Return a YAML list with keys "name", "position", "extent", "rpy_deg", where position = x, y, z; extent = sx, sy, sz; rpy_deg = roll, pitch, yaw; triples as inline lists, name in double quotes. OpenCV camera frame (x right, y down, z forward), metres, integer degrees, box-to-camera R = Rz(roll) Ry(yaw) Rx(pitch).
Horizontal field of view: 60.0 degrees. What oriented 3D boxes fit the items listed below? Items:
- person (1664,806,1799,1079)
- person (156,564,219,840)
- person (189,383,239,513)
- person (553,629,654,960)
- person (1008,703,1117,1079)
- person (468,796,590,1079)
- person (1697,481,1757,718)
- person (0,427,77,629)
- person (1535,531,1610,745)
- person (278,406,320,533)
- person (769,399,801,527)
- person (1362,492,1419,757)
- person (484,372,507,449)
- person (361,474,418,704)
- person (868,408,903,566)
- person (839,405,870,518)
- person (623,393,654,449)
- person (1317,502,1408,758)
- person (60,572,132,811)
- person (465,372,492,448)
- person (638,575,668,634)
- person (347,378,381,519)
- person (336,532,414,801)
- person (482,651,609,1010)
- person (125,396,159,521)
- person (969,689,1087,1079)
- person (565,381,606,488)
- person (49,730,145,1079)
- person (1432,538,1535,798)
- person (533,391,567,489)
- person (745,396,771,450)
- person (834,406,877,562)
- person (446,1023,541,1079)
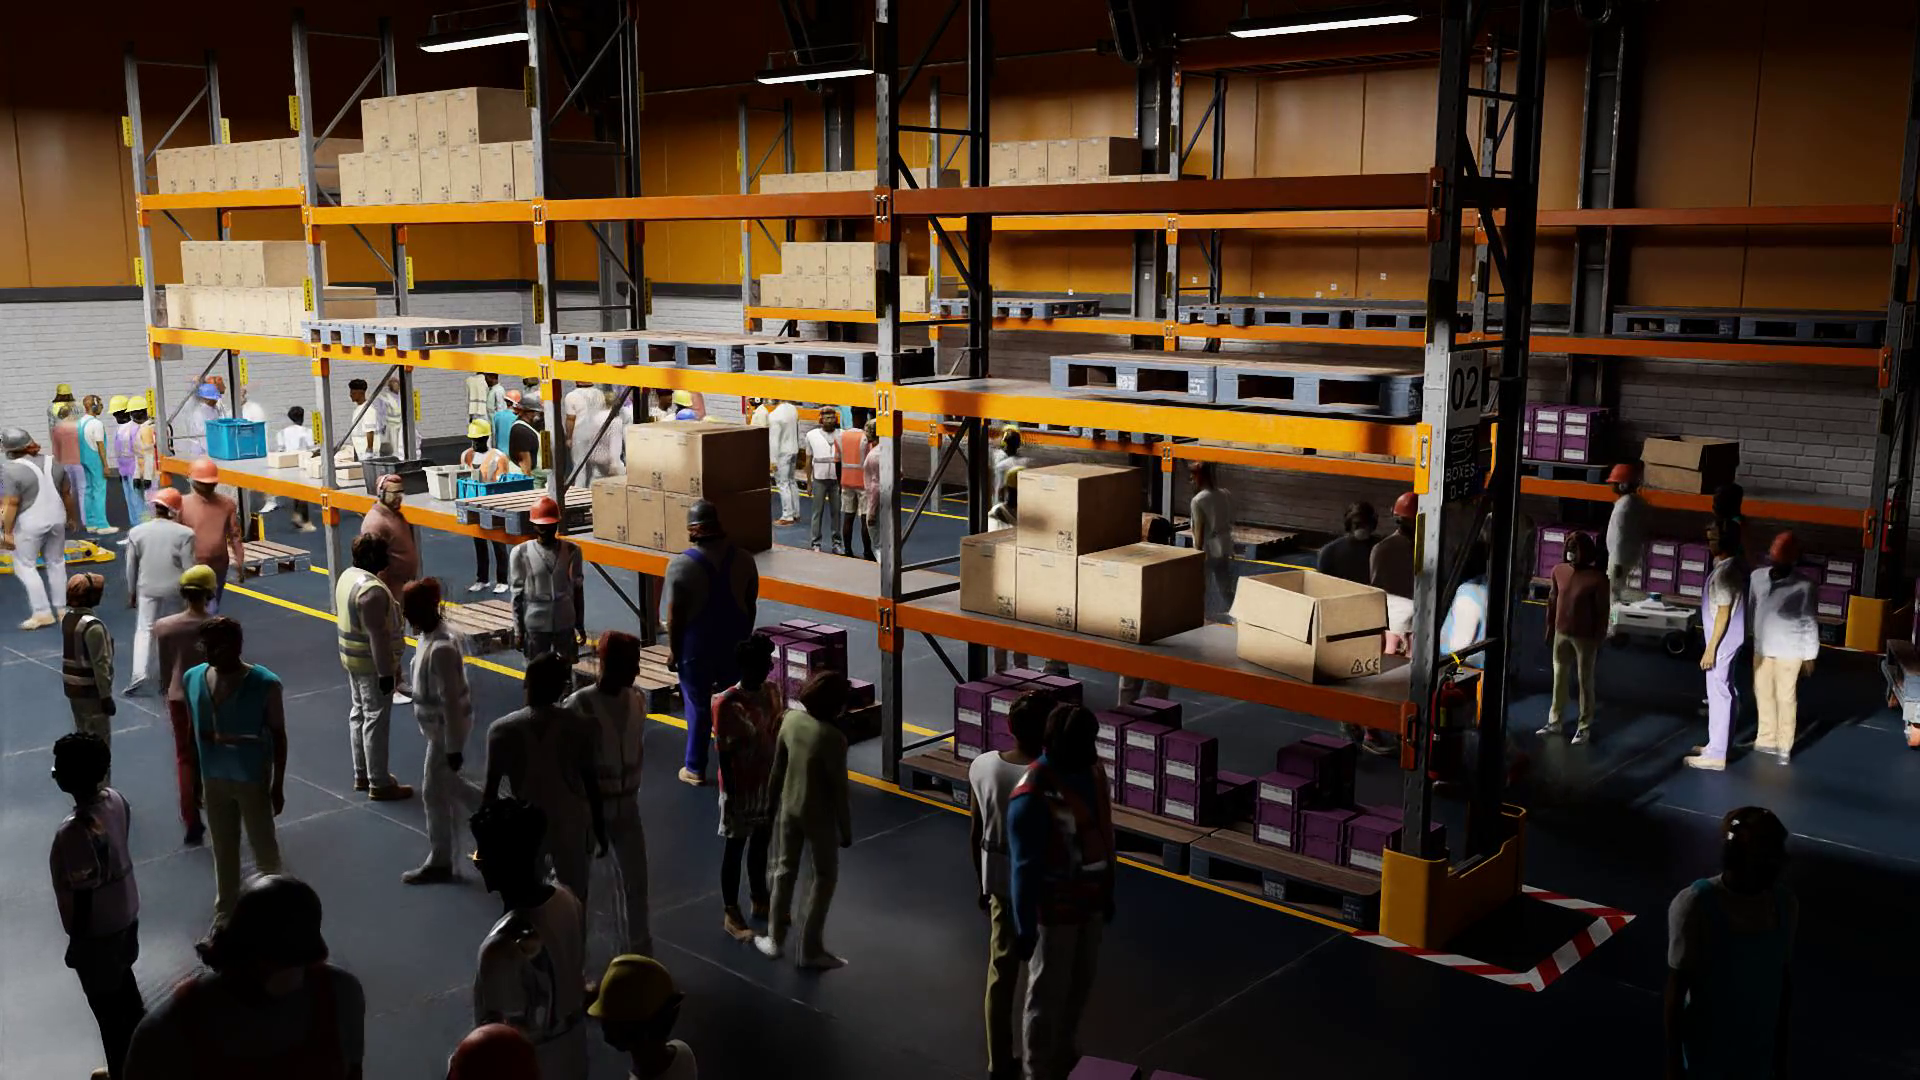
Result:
- name: "person"
  position: [2.746, 1.827, 5.964]
  extent: [0.503, 1.837, 0.337]
  rpy_deg: [-2, 10, -13]
- name: "person"
  position: [-4.921, 1.016, 10.829]
  extent: [0.536, 1.725, 0.856]
  rpy_deg: [-2, 10, -11]
- name: "person"
  position: [-10.533, -1.272, 23.357]
  extent: [0.869, 1.888, 0.636]
  rpy_deg: [1, 10, 8]
- name: "person"
  position: [-1.871, 1.356, 8.601]
  extent: [0.966, 1.838, 0.594]
  rpy_deg: [9, 13, 41]
- name: "person"
  position: [0.460, 1.597, 7.274]
  extent: [0.430, 1.831, 0.632]
  rpy_deg: [6, 12, 32]
- name: "person"
  position: [-1.456, 1.819, 5.658]
  extent: [0.376, 1.958, 0.599]
  rpy_deg: [1, 10, 7]
- name: "person"
  position: [6.227, 0.475, 13.410]
  extent: [0.394, 1.905, 0.620]
  rpy_deg: [5, 11, 28]
- name: "person"
  position: [-9.212, -0.167, 16.634]
  extent: [0.537, 2.000, 0.861]
  rpy_deg: [4, 11, 22]
- name: "person"
  position: [4.683, 0.738, 12.665]
  extent: [0.286, 1.633, 0.501]
  rpy_deg: [-7, 12, -36]
- name: "person"
  position: [-8.721, -0.934, 22.019]
  extent: [0.632, 1.663, 0.442]
  rpy_deg: [3, 11, 18]
- name: "person"
  position: [-2.376, -1.141, 22.469]
  extent: [0.378, 1.928, 0.628]
  rpy_deg: [4, 11, 21]
- name: "person"
  position: [3.291, 0.621, 12.354]
  extent: [0.613, 1.984, 0.409]
  rpy_deg: [-5, 11, -28]
- name: "person"
  position: [-7.238, -1.767, 26.046]
  extent: [0.391, 1.913, 0.587]
  rpy_deg: [-4, 11, -23]
- name: "person"
  position: [-4.708, 0.397, 13.836]
  extent: [0.399, 1.905, 0.642]
  rpy_deg: [0, 10, -3]
- name: "person"
  position: [-0.888, -0.616, 19.426]
  extent: [0.385, 1.957, 0.603]
  rpy_deg: [4, 11, 21]
- name: "person"
  position: [-1.414, -1.331, 23.206]
  extent: [0.608, 2.046, 0.367]
  rpy_deg: [10, 14, 44]
- name: "person"
  position: [-4.967, -1.533, 25.641]
  extent: [0.516, 1.614, 0.714]
  rpy_deg: [-4, 11, -21]
- name: "person"
  position: [2.988, 0.659, 12.392]
  extent: [0.648, 1.883, 1.014]
  rpy_deg: [0, 10, 2]
- name: "person"
  position: [-5.787, 1.025, 11.067]
  extent: [0.314, 1.632, 0.523]
  rpy_deg: [-10, 14, -44]
- name: "person"
  position: [-8.016, -2.097, 27.895]
  extent: [0.596, 1.918, 0.385]
  rpy_deg: [4, 11, 23]
- name: "person"
  position: [-2.998, -0.025, 16.225]
  extent: [0.410, 1.908, 0.598]
  rpy_deg: [-6, 12, -31]
- name: "person"
  position: [-8.265, -1.271, 23.129]
  extent: [0.386, 1.957, 0.606]
  rpy_deg: [-6, 12, -32]
- name: "person"
  position: [-4.022, 0.854, 11.425]
  extent: [0.428, 1.842, 0.631]
  rpy_deg: [-7, 12, -36]
- name: "person"
  position: [-2.025, 1.449, 8.117]
  extent: [0.615, 1.826, 0.380]
  rpy_deg: [-2, 10, -11]
- name: "person"
  position: [-10.200, -0.850, 20.870]
  extent: [0.396, 1.913, 0.591]
  rpy_deg: [-5, 11, -25]
- name: "person"
  position: [0.298, 1.568, 7.375]
  extent: [0.567, 1.845, 0.386]
  rpy_deg: [6, 12, 31]
- name: "person"
  position: [-5.538, -1.543, 24.417]
  extent: [0.539, 2.000, 0.688]
  rpy_deg: [9, 14, 42]
- name: "person"
  position: [-3.768, 1.661, 7.270]
  extent: [0.318, 1.697, 0.536]
  rpy_deg: [-2, 10, -10]
- name: "person"
  position: [3.531, 0.889, 11.301]
  extent: [0.636, 1.822, 0.632]
  rpy_deg: [6, 12, 32]
- name: "person"
  position: [-5.186, -0.865, 20.719]
  extent: [0.623, 1.989, 0.401]
  rpy_deg: [6, 12, 30]
- name: "person"
  position: [-2.955, -1.380, 24.360]
  extent: [0.355, 1.736, 0.575]
  rpy_deg: [-2, 10, -14]
- name: "person"
  position: [-1.191, -0.654, 19.621]
  extent: [0.601, 1.959, 0.387]
  rpy_deg: [6, 12, 30]
- name: "person"
  position: [-1.359, 2.111, 4.699]
  extent: [0.594, 1.719, 0.745]
  rpy_deg: [-8, 13, -40]
